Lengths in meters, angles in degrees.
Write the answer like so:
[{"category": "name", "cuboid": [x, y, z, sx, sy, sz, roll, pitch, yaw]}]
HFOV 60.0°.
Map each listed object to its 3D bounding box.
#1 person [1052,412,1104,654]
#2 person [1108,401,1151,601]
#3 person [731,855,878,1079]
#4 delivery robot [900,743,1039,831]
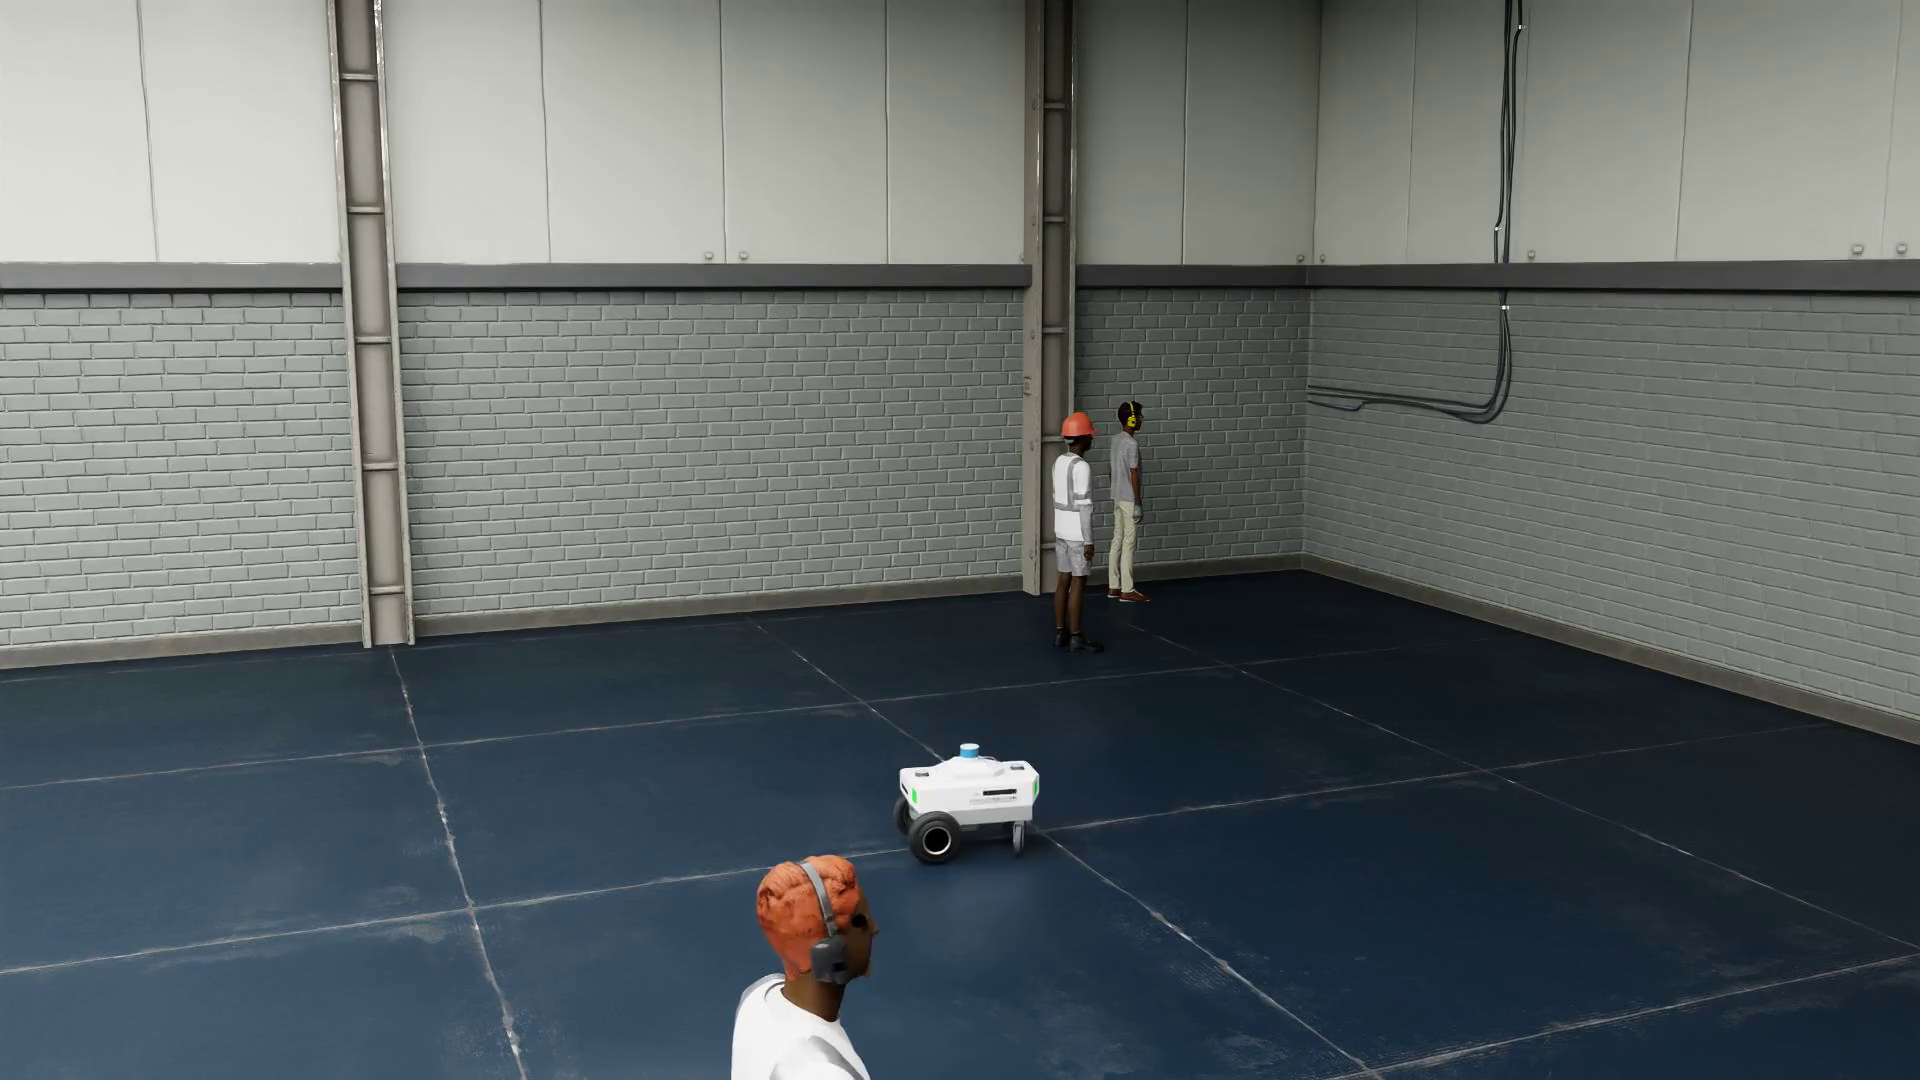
[{"category": "person", "cuboid": [0.942, -0.058, 13.393, 0.351, 1.942, 0.547, -4, 10, -22]}, {"category": "person", "cuboid": [1.570, -0.361, 15.517, 0.326, 1.871, 0.520, -4, 10, -22]}, {"category": "person", "cuboid": [-0.286, 1.560, 3.414, 0.353, 1.884, 0.577, -4, 10, -22]}, {"category": "delivery robot", "cuboid": [0.052, 1.320, 8.786, 0.707, 0.478, 0.477, -2, 9, -13]}]
